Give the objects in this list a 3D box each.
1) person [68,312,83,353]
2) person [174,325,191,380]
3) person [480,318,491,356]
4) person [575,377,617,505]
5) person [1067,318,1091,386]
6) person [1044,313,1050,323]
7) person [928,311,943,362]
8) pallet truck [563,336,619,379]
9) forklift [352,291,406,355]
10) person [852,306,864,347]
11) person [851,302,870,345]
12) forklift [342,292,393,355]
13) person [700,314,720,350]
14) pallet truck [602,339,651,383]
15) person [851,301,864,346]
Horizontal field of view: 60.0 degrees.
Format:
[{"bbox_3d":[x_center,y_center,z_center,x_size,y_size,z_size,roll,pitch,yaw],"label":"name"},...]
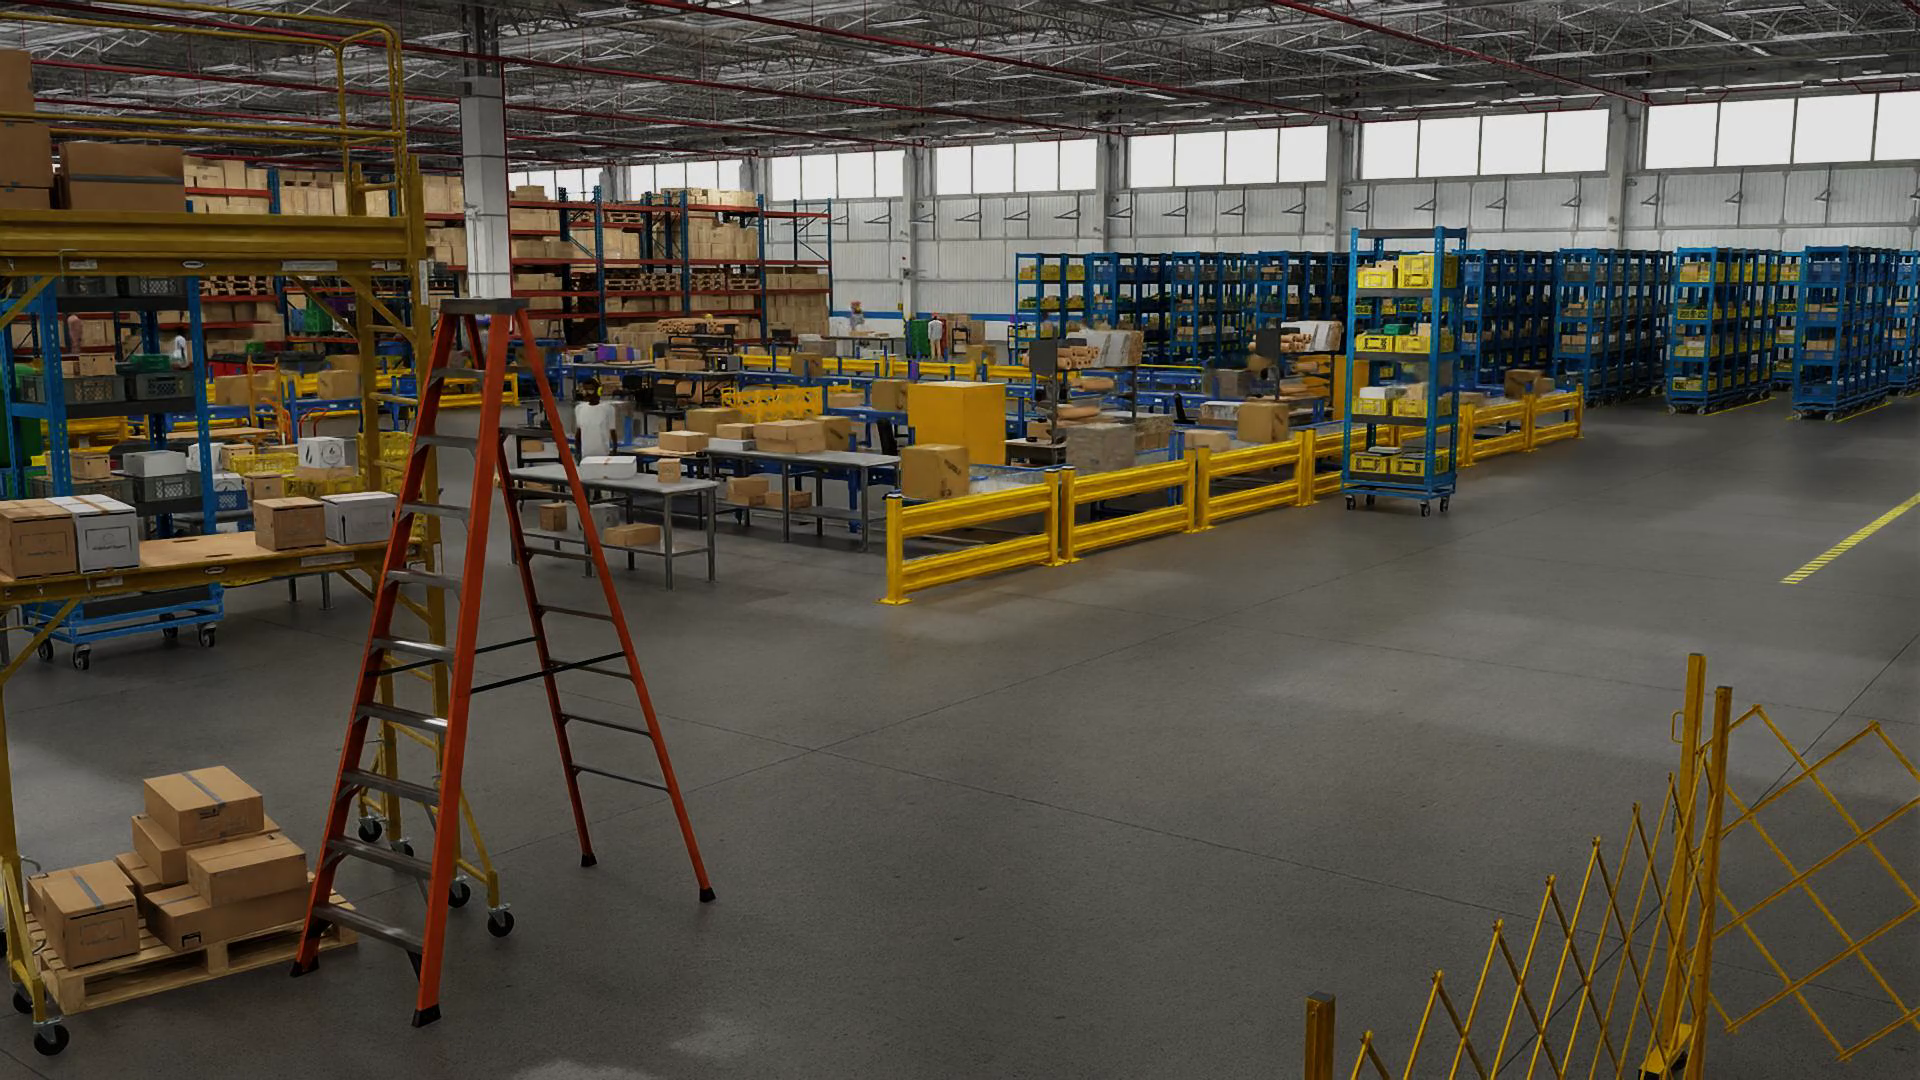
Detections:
[{"bbox_3d":[-29.590,-6.833,55.718,0.645,1.905,0.400,9,13,43],"label":"person"},{"bbox_3d":[-20.518,-4.820,43.815,0.374,1.676,0.551,-7,12,-39],"label":"person"},{"bbox_3d":[-12.260,-4.785,42.948,0.986,1.908,0.633,-2,9,-10],"label":"person"},{"bbox_3d":[-4.164,-0.935,19.011,0.516,1.871,0.325,2,9,12],"label":"person"},{"bbox_3d":[3.365,-5.045,44.693,0.980,1.865,0.657,6,11,34],"label":"person"},{"bbox_3d":[2.594,-6.288,52.613,0.918,1.802,0.597,4,10,26],"label":"person"},{"bbox_3d":[-0.847,-6.841,56.220,0.563,1.755,0.320,-6,11,-35],"label":"person"},{"bbox_3d":[-10.690,-5.294,48.215,1.601,1.201,0.680,-5,10,-26],"label":"pallet truck"},{"bbox_3d":[-17.060,-6.062,47.865,1.129,2.768,1.873,7,11,37],"label":"forklift"},{"bbox_3d":[-4.208,-8.733,68.150,0.489,1.717,0.761,-4,10,-21],"label":"person"},{"bbox_3d":[-4.309,-9.090,70.023,1.049,1.846,0.689,0,9,3],"label":"person"},{"bbox_3d":[-16.485,-5.622,45.120,1.129,2.768,1.873,7,11,37],"label":"forklift"},{"bbox_3d":[-7.626,-6.037,51.092,0.621,1.785,0.898,-9,13,-44],"label":"person"},{"bbox_3d":[-8.991,-4.871,45.351,0.653,1.274,1.630,7,11,37],"label":"pallet truck"},{"bbox_3d":[-4.424,-9.109,70.025,0.907,1.887,0.535,4,10,24],"label":"person"}]
